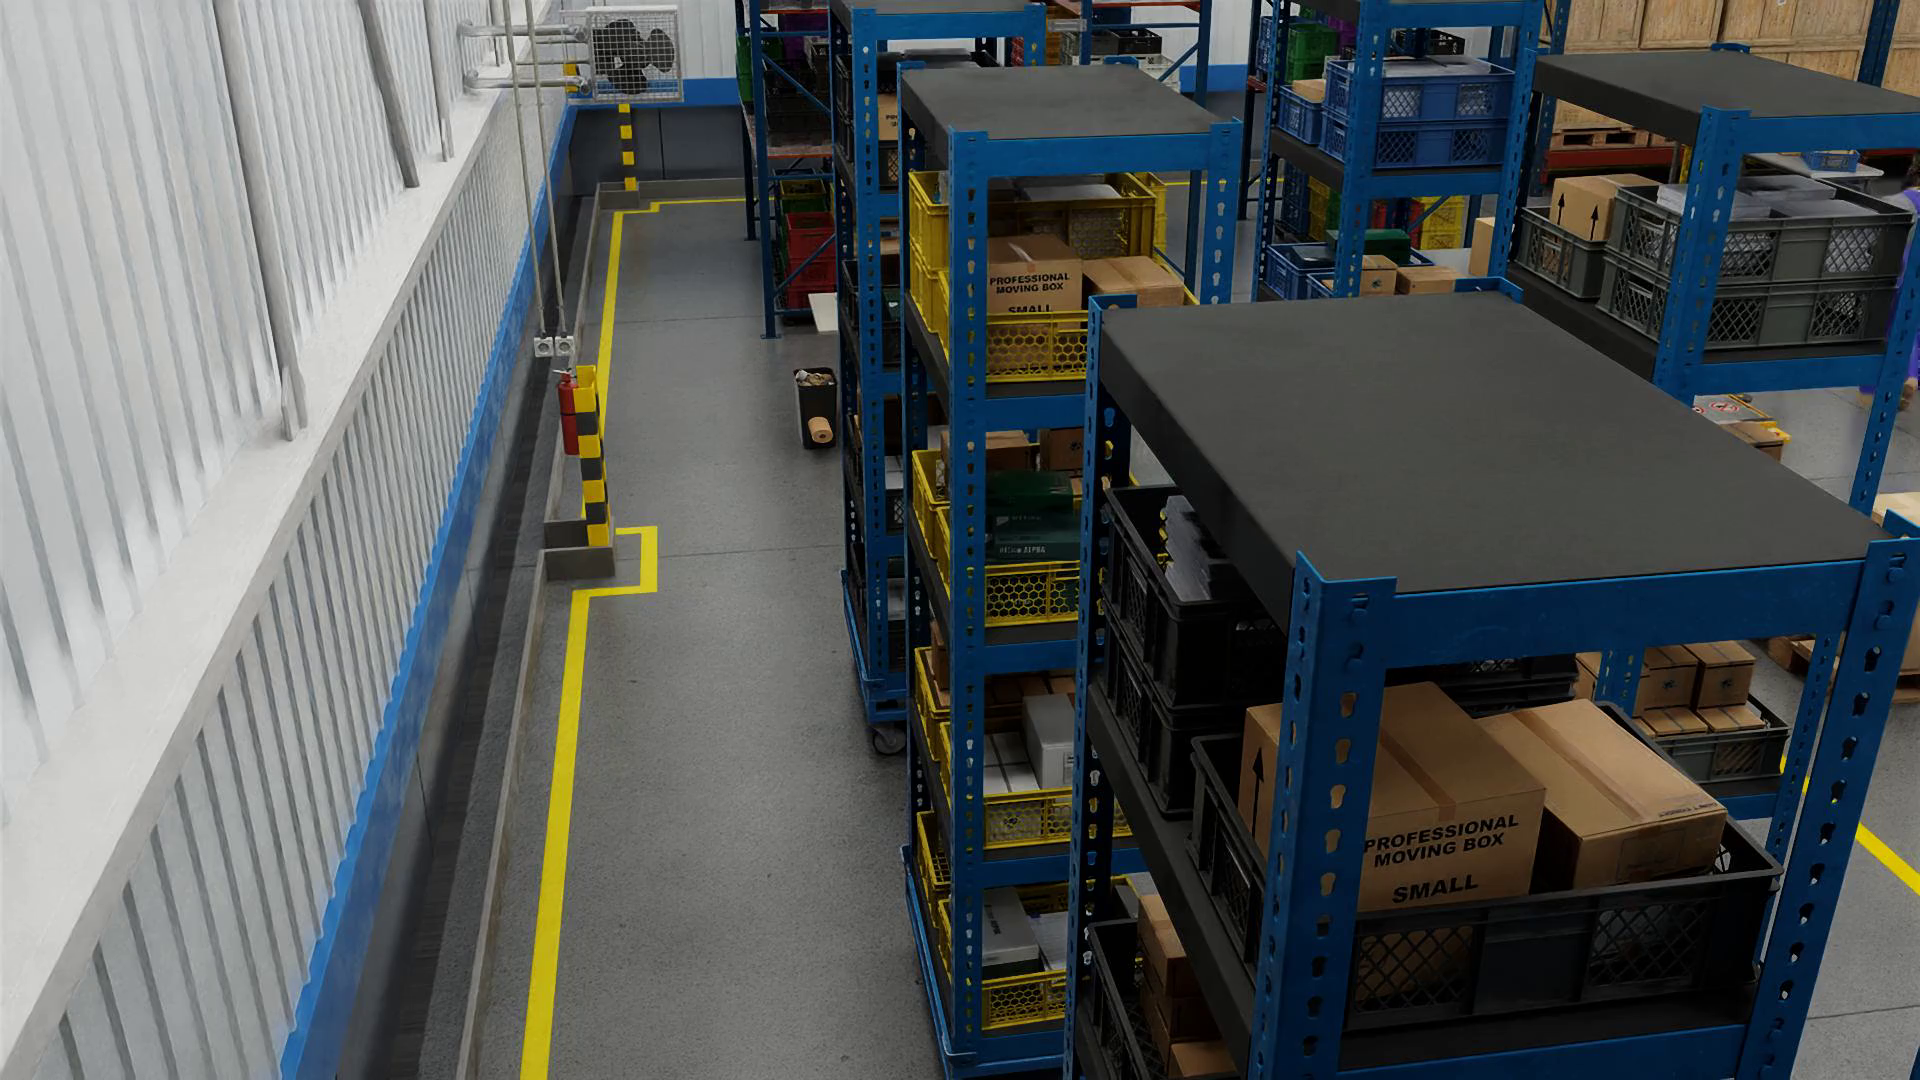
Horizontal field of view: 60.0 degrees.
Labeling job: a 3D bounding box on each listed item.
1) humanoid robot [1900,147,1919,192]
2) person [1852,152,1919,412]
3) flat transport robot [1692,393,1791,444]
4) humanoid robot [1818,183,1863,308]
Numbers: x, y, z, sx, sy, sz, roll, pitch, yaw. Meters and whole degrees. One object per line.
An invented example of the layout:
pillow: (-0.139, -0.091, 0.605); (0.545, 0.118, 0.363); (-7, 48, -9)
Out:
humanoid robot: (9.110, -3.154, 15.506); (0.703, 1.631, 0.584); (-2, 25, -4)
person: (7.100, -1.947, 12.414); (0.709, 2.000, 0.667); (8, 26, 17)
flat transport robot: (5.224, -0.859, 12.132); (1.431, 0.197, 0.652); (-4, 25, -8)
humanoid robot: (6.626, -1.957, 12.878); (0.592, 1.635, 0.456); (-12, 27, -24)
